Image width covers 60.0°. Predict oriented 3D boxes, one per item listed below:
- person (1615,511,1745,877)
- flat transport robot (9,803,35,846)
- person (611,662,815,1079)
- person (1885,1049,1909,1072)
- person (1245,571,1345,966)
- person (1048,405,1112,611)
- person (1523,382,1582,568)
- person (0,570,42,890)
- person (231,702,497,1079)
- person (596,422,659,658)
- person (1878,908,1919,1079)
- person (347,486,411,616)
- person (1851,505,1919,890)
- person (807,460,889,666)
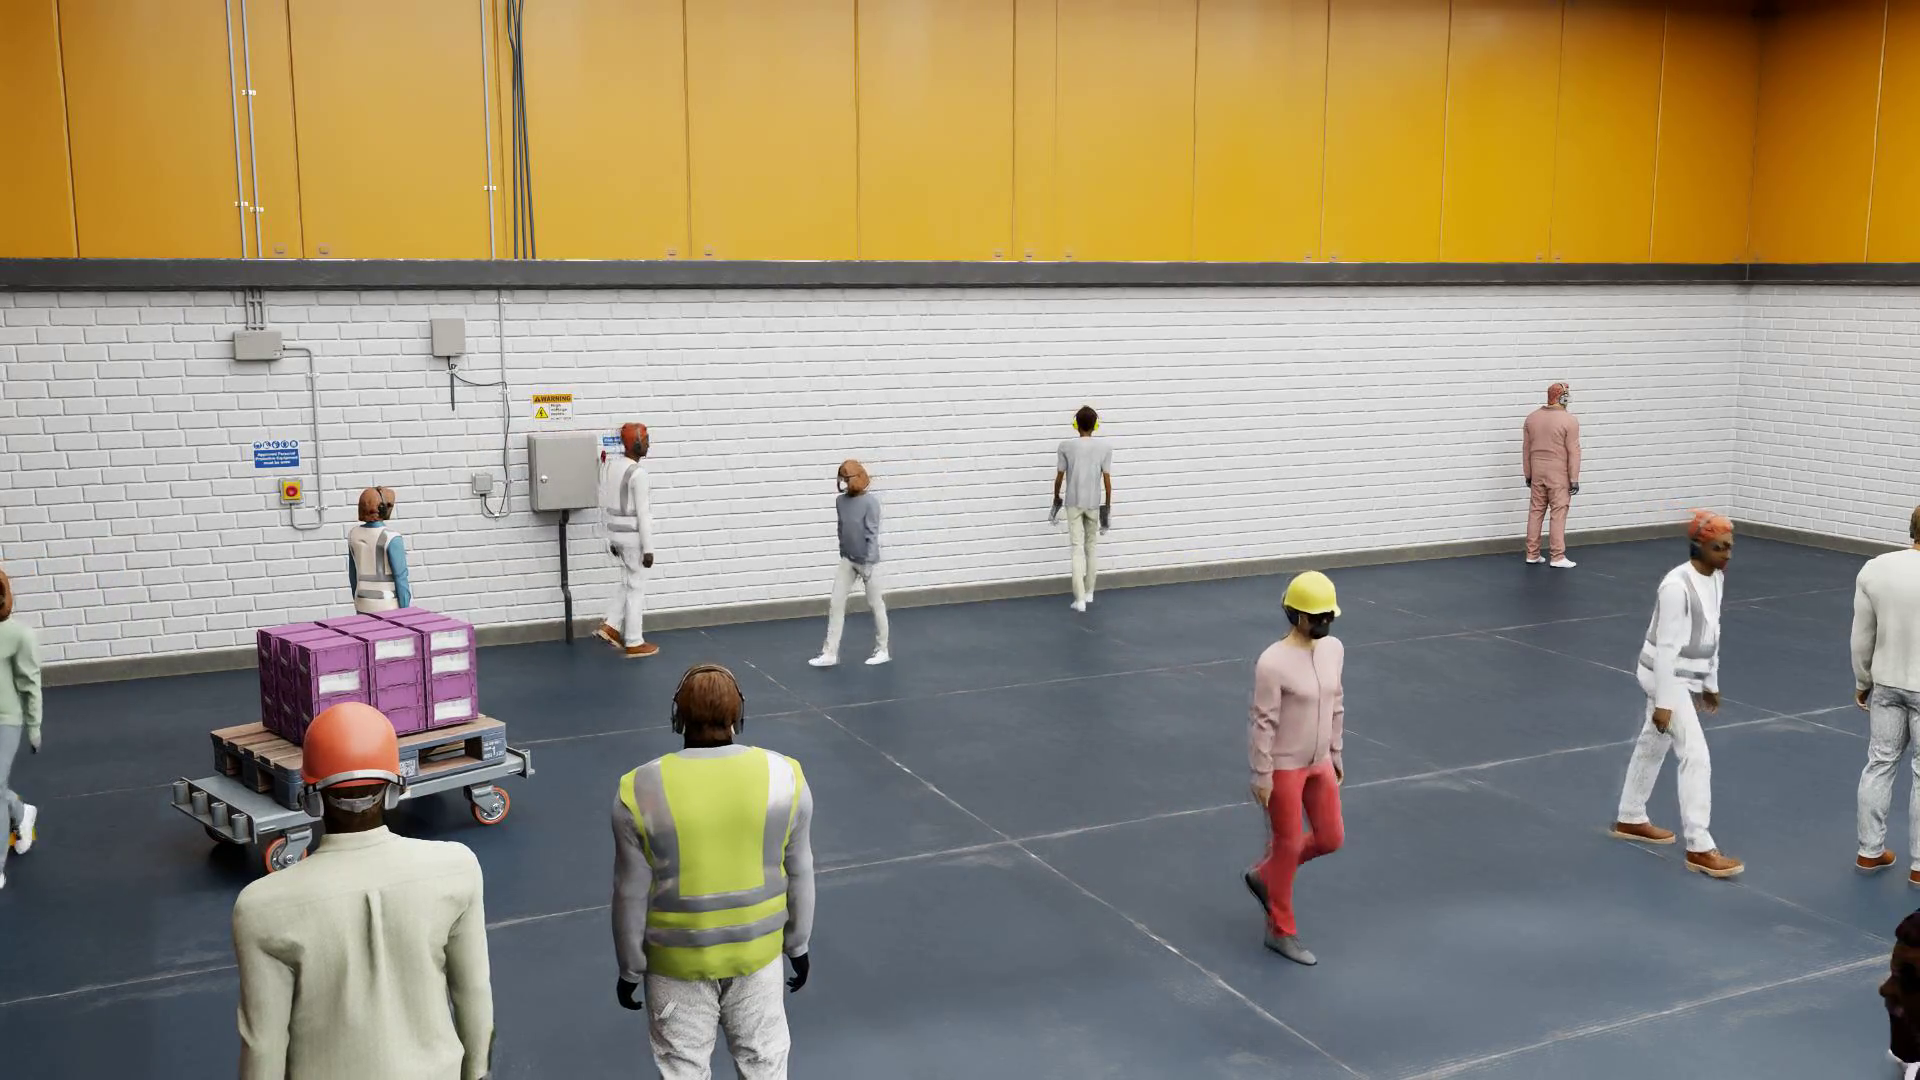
[{"bbox_3d":[3.728,0.767,8.492,0.797,1.826,0.601,7,12,38],"label":"person"},{"bbox_3d":[-5.596,1.449,9.056,0.652,0.197,1.431,-8,12,-42],"label":"flat transport robot"},{"bbox_3d":[-0.769,1.287,5.198,0.635,1.842,0.429,-3,10,-19],"label":"person"},{"bbox_3d":[3.844,1.207,6.234,0.779,1.664,0.540,1,9,8],"label":"person"},{"bbox_3d":[1.468,0.983,7.358,0.530,1.750,0.474,-7,11,-37],"label":"person"},{"bbox_3d":[1.082,-0.298,15.073,0.541,1.859,0.616,-1,9,-9],"label":"person"},{"bbox_3d":[6.118,-0.670,17.142,0.402,1.906,0.652,-6,11,-33],"label":"person"},{"bbox_3d":[-4.803,0.915,8.236,0.518,1.601,0.669,0,9,3],"label":"person"},{"bbox_3d":[-1.464,1.381,4.142,0.619,1.994,0.381,-7,11,-36],"label":"person"},{"bbox_3d":[-2.569,0.006,13.060,0.418,1.869,0.609,-7,11,-36],"label":"person"},{"bbox_3d":[1.933,1.598,3.227,1.045,1.869,0.590,5,11,29],"label":"person"},{"bbox_3d":[-3.803,0.464,10.932,0.517,1.641,0.308,5,11,30],"label":"person"},{"bbox_3d":[4.736,0.749,8.233,0.355,1.938,0.636,-6,11,-31],"label":"person"},{"bbox_3d":[-0.832,0.198,12.702,0.519,1.602,0.763,8,12,41],"label":"person"}]
